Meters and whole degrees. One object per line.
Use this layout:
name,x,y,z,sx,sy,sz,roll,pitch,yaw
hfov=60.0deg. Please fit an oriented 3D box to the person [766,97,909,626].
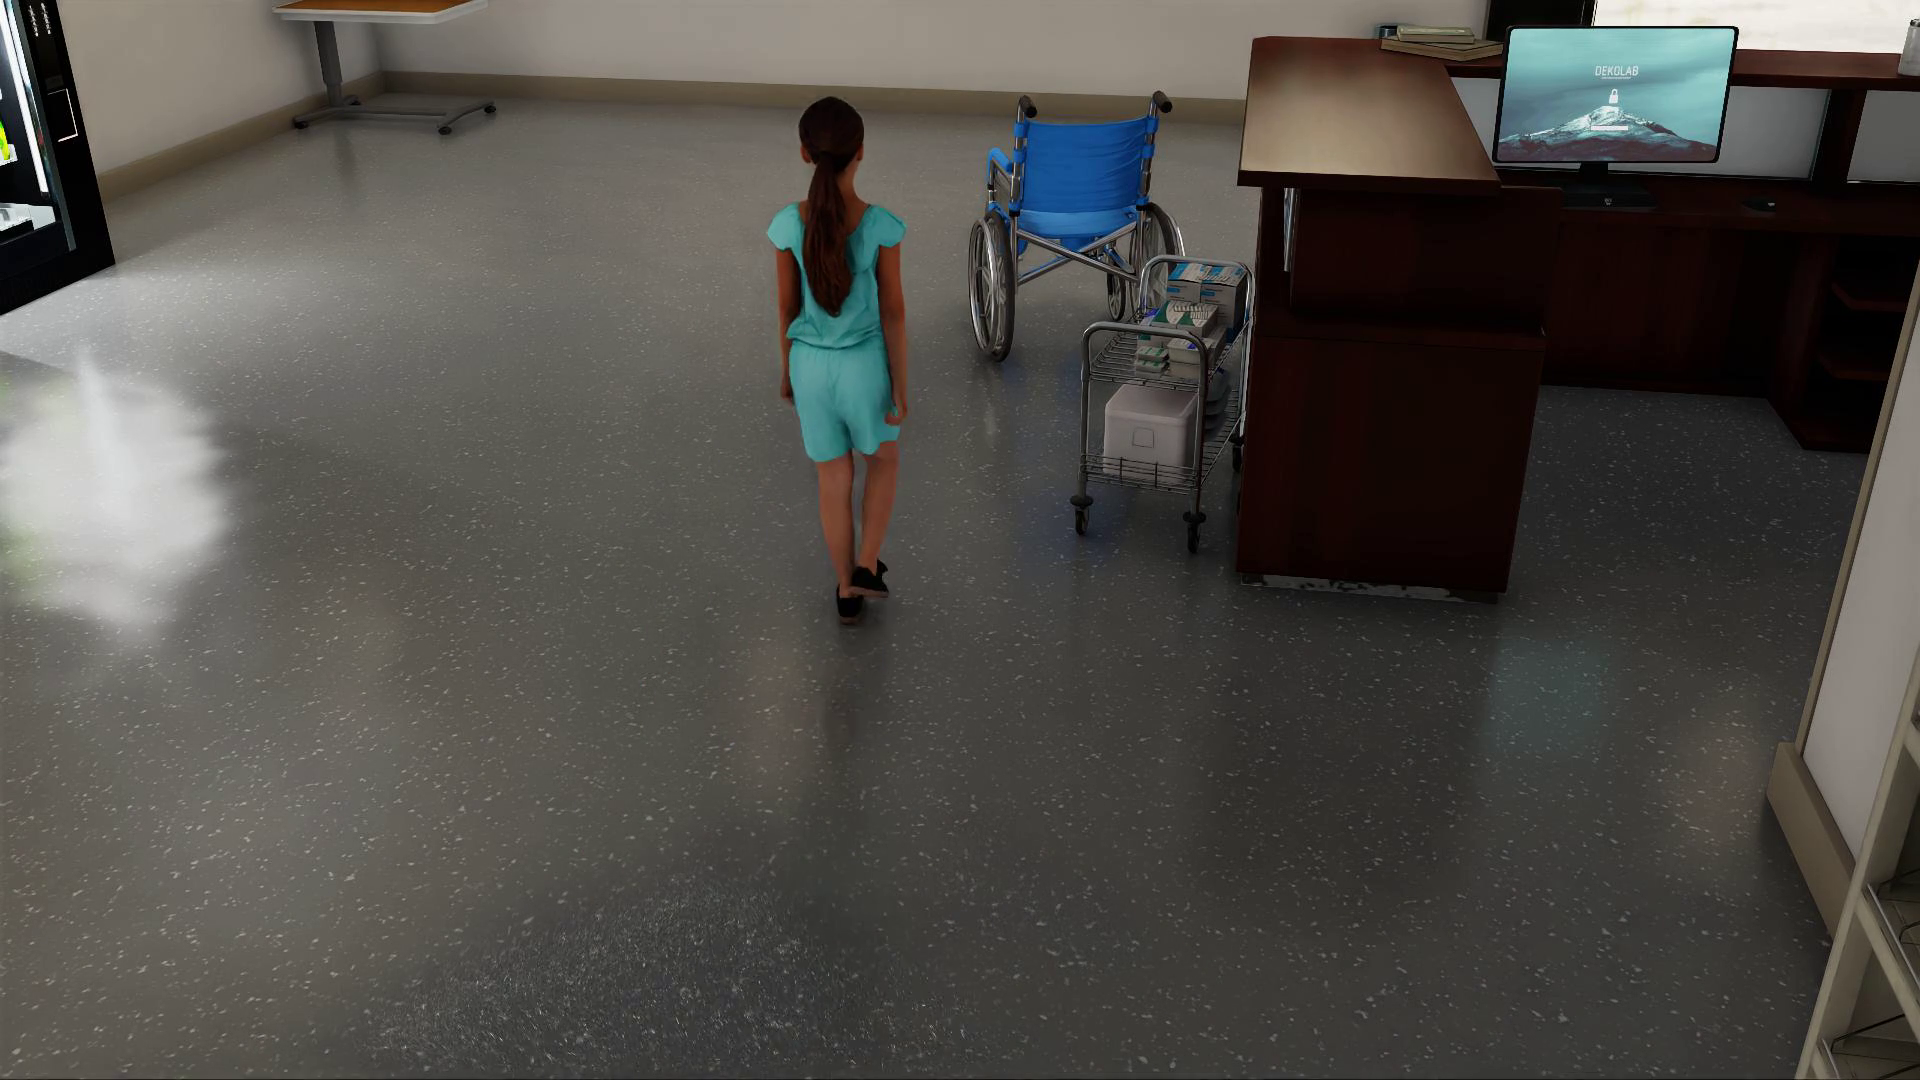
person,-0.343,-0.449,4.721,0.571,1.550,0.608,2,26,4
